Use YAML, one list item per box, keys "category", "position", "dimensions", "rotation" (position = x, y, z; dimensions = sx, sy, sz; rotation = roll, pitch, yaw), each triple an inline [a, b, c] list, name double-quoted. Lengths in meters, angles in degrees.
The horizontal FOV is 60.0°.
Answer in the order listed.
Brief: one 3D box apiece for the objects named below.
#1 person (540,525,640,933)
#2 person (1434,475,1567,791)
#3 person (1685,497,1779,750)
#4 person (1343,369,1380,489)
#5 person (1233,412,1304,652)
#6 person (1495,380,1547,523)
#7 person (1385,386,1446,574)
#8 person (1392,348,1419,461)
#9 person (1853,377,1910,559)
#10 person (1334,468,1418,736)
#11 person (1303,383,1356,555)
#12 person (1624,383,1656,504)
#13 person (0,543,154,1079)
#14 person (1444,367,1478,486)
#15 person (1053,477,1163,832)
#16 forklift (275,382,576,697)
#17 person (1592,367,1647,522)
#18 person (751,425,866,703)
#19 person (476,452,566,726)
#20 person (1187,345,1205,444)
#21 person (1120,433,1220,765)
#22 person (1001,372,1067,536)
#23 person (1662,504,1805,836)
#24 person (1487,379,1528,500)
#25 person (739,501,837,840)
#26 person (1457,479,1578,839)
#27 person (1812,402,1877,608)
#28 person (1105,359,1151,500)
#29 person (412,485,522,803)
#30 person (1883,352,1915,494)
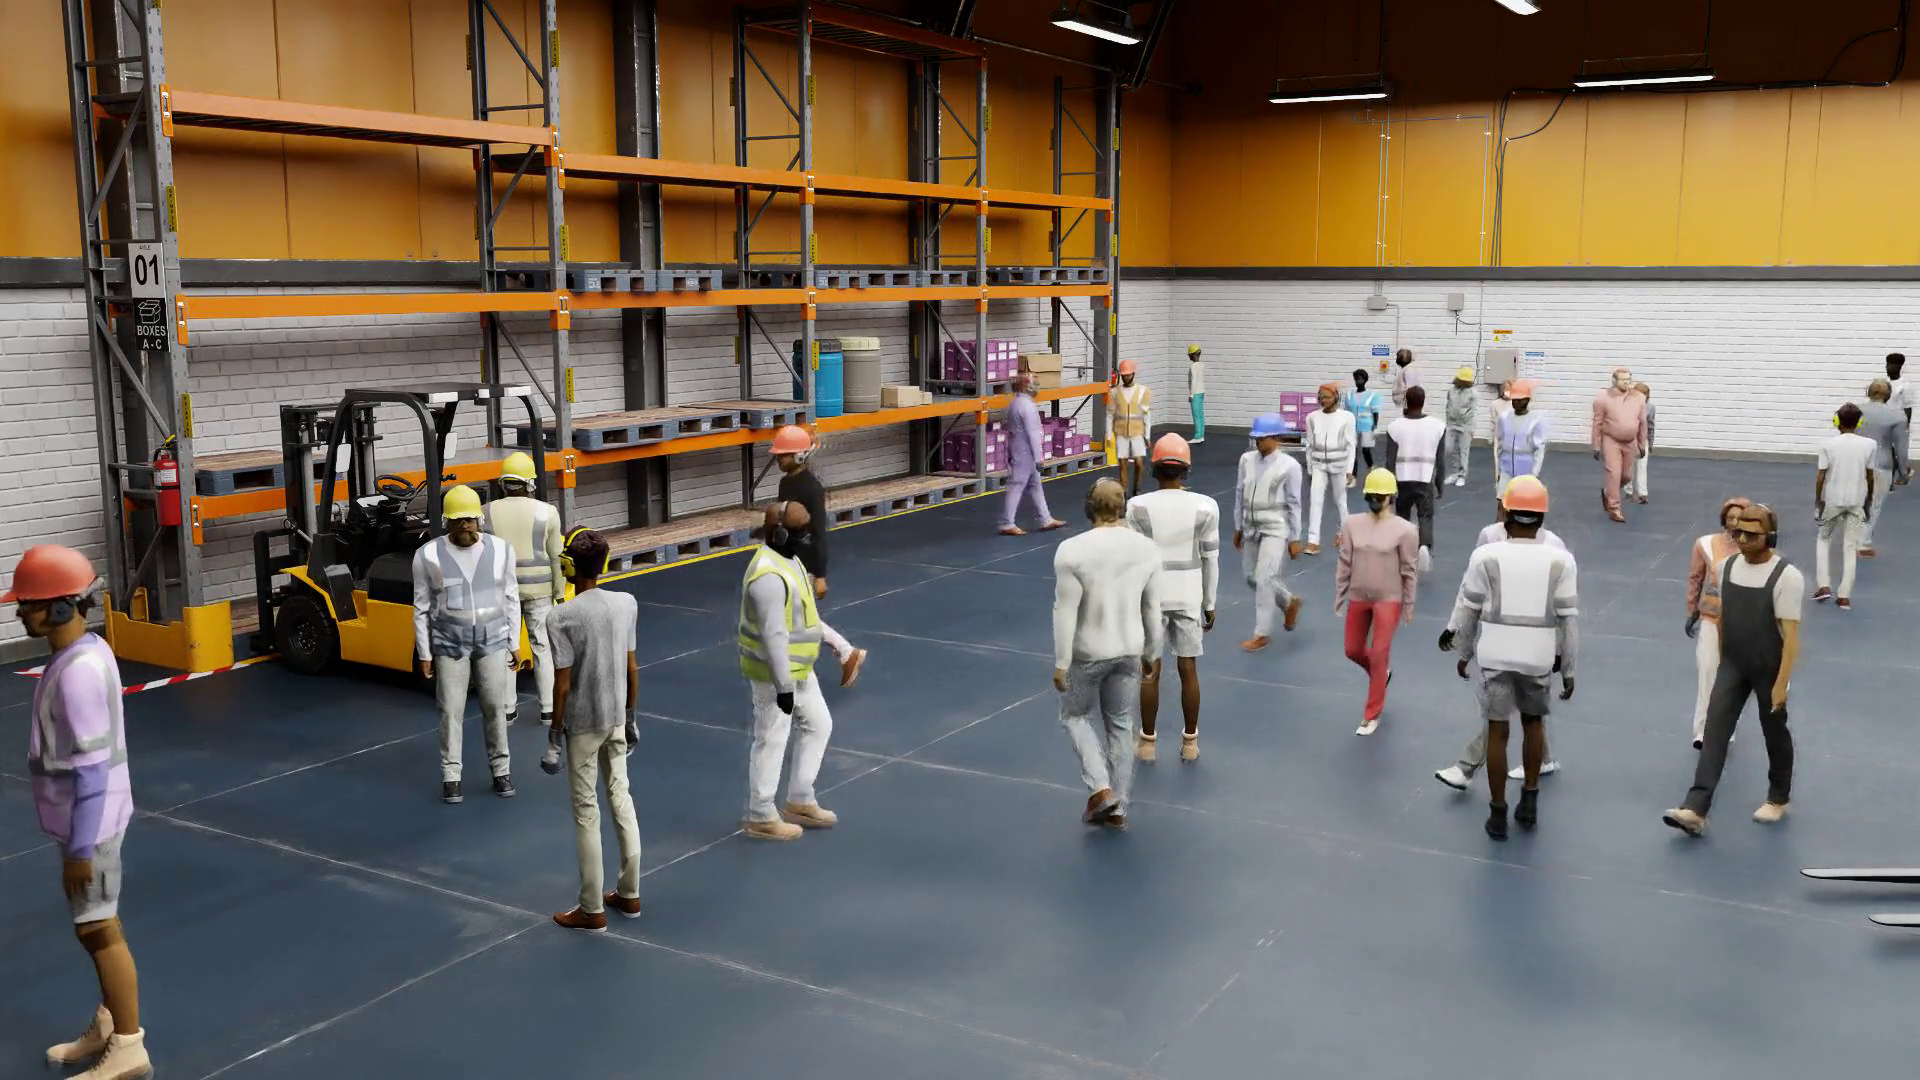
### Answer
- category: "person"
  position: [-1.694, 0.862, 7.625]
  dimensions: [0.328, 1.873, 0.520]
  rotation: [7, 12, 38]
- category: "person"
  position: [3.154, 0.540, 9.650]
  dimensions: [1.006, 1.854, 0.624]
  rotation: [-4, 10, -24]
- category: "person"
  position: [4.836, 0.541, 10.439]
  dimensions: [0.545, 1.595, 0.823]
  rotation: [5, 10, 27]
- category: "person"
  position: [5.621, -1.564, 23.323]
  dimensions: [0.548, 1.685, 0.452]
  rotation: [6, 11, 33]
- category: "person"
  position: [2.517, -0.086, 13.380]
  dimensions: [0.745, 1.922, 0.608]
  rotation: [-7, 11, -36]
- category: "person"
  position: [5.815, -0.716, 17.389]
  dimensions: [0.553, 1.887, 0.990]
  rotation: [8, 12, 42]
- category: "person"
  position: [4.528, -0.583, 16.553]
  dimensions: [0.596, 1.903, 0.715]
  rotation: [2, 9, 10]
- category: "person"
  position: [7.211, -2.155, 26.622]
  dimensions: [0.630, 1.827, 0.639]
  rotation: [2, 9, 11]
- category: "person"
  position: [9.638, -0.752, 17.537]
  dimensions: [0.446, 1.918, 0.632]
  rotation: [-5, 10, -30]
- category: "person"
  position: [2.770, 0.379, 11.004]
  dimensions: [0.536, 1.750, 0.641]
  rotation: [7, 11, 37]
- category: "person"
  position: [4.019, -0.787, 18.024]
  dimensions: [0.584, 1.844, 0.966]
  rotation: [5, 10, 28]
- category: "person"
  position: [8.825, -1.254, 21.697]
  dimensions: [0.495, 1.580, 0.866]
  rotation: [2, 9, 11]
- category: "person"
  position: [-3.247, 1.021, 6.100]
  dimensions: [0.385, 2.041, 0.612]
  rotation: [-5, 10, -29]
- category: "person"
  position: [7.059, -1.600, 23.482]
  dimensions: [0.505, 1.703, 0.485]
  rotation: [8, 12, 42]
- category: "person"
  position: [0.777, 0.618, 8.962]
  dimensions: [0.652, 1.926, 0.434]
  rotation: [-3, 10, -20]
- category: "forklift"
  position: [-3.974, -0.067, 12.417]
  dimensions: [2.313, 2.155, 1.214]
  rotation: [5, 11, 30]
- category: "person"
  position: [8.052, -1.187, 20.376]
  dimensions: [0.651, 1.880, 0.765]
  rotation: [-1, 9, -4]
- category: "person"
  position: [-1.057, 0.167, 11.657]
  dimensions: [0.818, 1.968, 0.632]
  rotation: [-4, 10, -23]
- category: "person"
  position: [-2.905, 0.331, 11.059]
  dimensions: [0.594, 1.832, 0.404]
  rotation: [0, 9, -2]
- category: "person"
  position: [4.159, -2.579, 29.465]
  dimensions: [0.342, 1.757, 0.526]
  rotation: [5, 10, 27]
- category: "person"
  position: [1.272, 0.366, 10.189]
  dimensions: [0.607, 2.044, 0.377]
  rotation: [0, 9, -3]
- category: "person"
  position: [0.874, -0.980, 19.093]
  dimensions: [0.907, 1.871, 0.677]
  rotation: [-2, 9, -10]
- category: "person"
  position: [4.217, 0.701, 8.896]
  dimensions: [1.000, 1.783, 0.538]
  rotation: [-6, 11, -33]
- category: "person"
  position: [7.335, -1.355, 22.255]
  dimensions: [0.504, 1.617, 0.556]
  rotation: [6, 11, 32]
- category: "person"
  position: [-0.866, 0.697, 8.805]
  dimensions: [0.606, 1.820, 0.665]
  rotation: [1, 9, 4]
- category: "person"
  position: [2.992, 0.629, 8.956]
  dimensions: [0.576, 1.911, 0.627]
  rotation: [2, 9, 11]
- category: "person"
  position: [8.009, -0.317, 15.072]
  dimensions: [0.531, 1.850, 0.603]
  rotation: [3, 10, 17]
- category: "person"
  position: [2.146, -1.356, 21.286]
  dimensions: [0.580, 1.925, 0.439]
  rotation: [2, 9, 11]
- category: "person"
  position: [-2.799, 0.589, 9.482]
  dimensions: [0.592, 1.826, 0.403]
  rotation: [-4, 10, -24]
- category: "person"
  position: [12.812, -1.598, 22.738]
  dimensions: [0.603, 1.946, 0.621]
  rotation: [-1, 9, -8]
